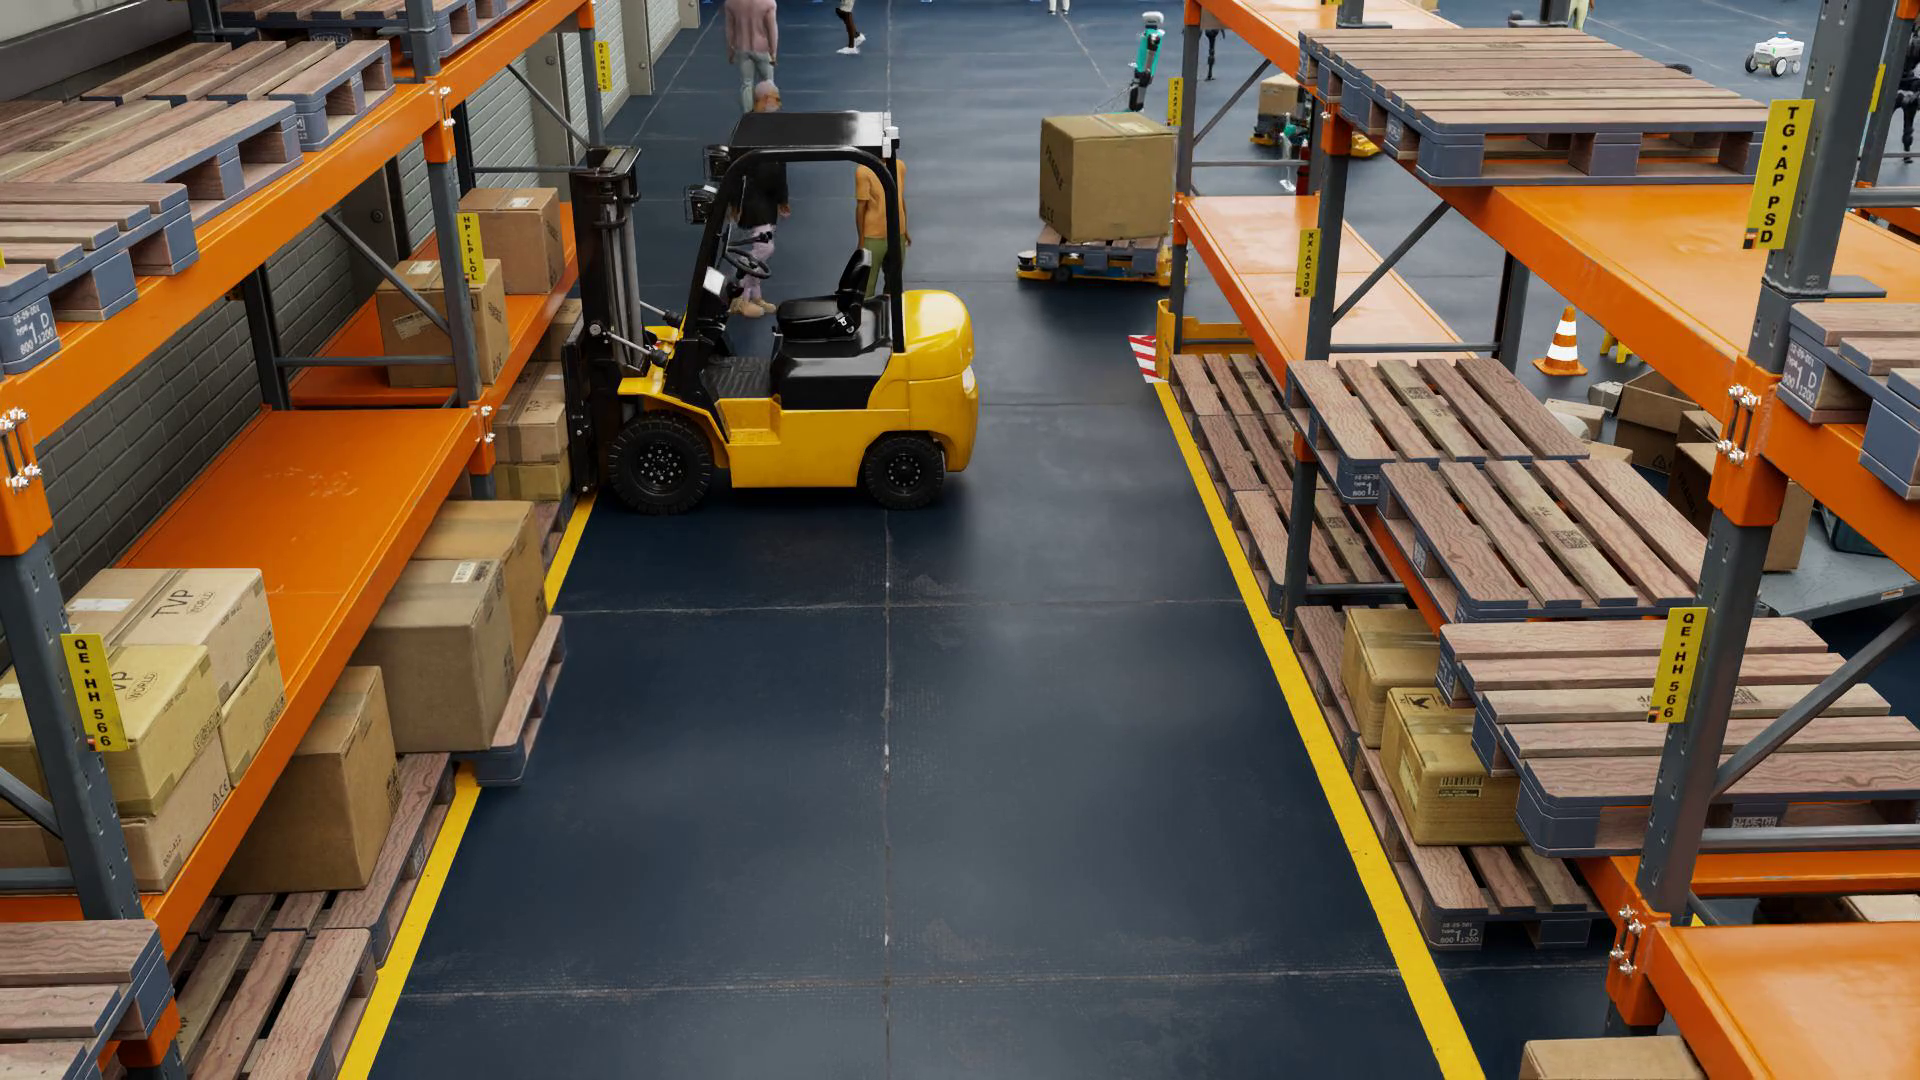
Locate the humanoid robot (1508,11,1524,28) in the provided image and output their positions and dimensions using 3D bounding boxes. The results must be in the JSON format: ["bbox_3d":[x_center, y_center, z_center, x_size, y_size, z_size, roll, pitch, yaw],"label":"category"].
[{"bbox_3d":[5.876,-4.854,17.931,0.587,1.650,0.354,-2,25,-4],"label":"humanoid robot"}]

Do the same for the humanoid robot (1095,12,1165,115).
[{"bbox_3d":[1.672,-4.542,17.241,0.826,1.789,0.530,1,25,1],"label":"humanoid robot"}]

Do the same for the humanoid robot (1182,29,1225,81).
[{"bbox_3d":[3.328,-7.057,22.652,0.596,1.625,0.735,5,26,11],"label":"humanoid robot"}]

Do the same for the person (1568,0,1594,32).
[{"bbox_3d":[8.784,-7.717,23.750,0.523,1.892,0.401,1,25,3],"label":"person"}]

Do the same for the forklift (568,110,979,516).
[{"bbox_3d":[-1.043,-1.379,9.976,2.313,2.155,1.214,-1,25,-2],"label":"forklift"}]

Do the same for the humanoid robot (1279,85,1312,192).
[{"bbox_3d":[3.483,-4.264,16.672,0.540,1.771,1.019,-9,27,-19],"label":"humanoid robot"}]

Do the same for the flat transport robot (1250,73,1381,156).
[{"bbox_3d":[4.120,-4.621,19.089,1.431,0.231,0.659,16,29,30],"label":"flat transport robot"}]

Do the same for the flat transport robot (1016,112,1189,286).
[{"bbox_3d":[1.242,-2.404,14.394,1.431,0.231,0.659,4,26,9],"label":"flat transport robot"}]

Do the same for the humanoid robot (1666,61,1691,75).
[{"bbox_3d":[6.366,-3.490,15.047,0.343,1.651,0.592,14,28,26],"label":"humanoid robot"}]

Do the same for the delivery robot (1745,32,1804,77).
[{"bbox_3d":[11.541,-6.850,23.497,0.811,0.614,0.499,-14,29,-28],"label":"delivery robot"}]

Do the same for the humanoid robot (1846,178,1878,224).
[{"bbox_3d":[7.334,-2.863,13.684,0.809,1.796,0.543,14,29,28],"label":"humanoid robot"}]

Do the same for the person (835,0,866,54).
[{"bbox_3d":[-1.703,-8.243,24.866,0.434,1.886,0.550,0,25,0],"label":"person"}]

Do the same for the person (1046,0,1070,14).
[{"bbox_3d":[1.699,-10.014,28.773,0.572,1.746,0.345,-7,26,-14],"label":"person"}]

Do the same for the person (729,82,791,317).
[{"bbox_3d":[-1.595,-2.678,13.163,0.410,1.819,0.629,11,27,22],"label":"person"}]

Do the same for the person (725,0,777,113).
[{"bbox_3d":[-2.427,-5.729,19.497,0.645,1.921,0.459,4,26,7],"label":"person"}]

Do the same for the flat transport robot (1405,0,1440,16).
[{"bbox_3d":[6.891,-8.184,26.635,0.659,0.231,1.431,23,34,40],"label":"flat transport robot"}]

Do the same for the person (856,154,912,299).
[{"bbox_3d":[-0.555,-2.246,12.362,0.457,1.717,0.363,-17,30,-32],"label":"person"}]

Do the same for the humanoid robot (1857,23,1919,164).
[{"bbox_3d":[10.202,-4.855,17.984,0.769,1.630,0.600,-12,28,-24],"label":"humanoid robot"}]

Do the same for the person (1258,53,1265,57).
[{"bbox_3d":[4.648,-8.090,24.612,0.670,1.823,0.574,-4,26,-7],"label":"person"}]
